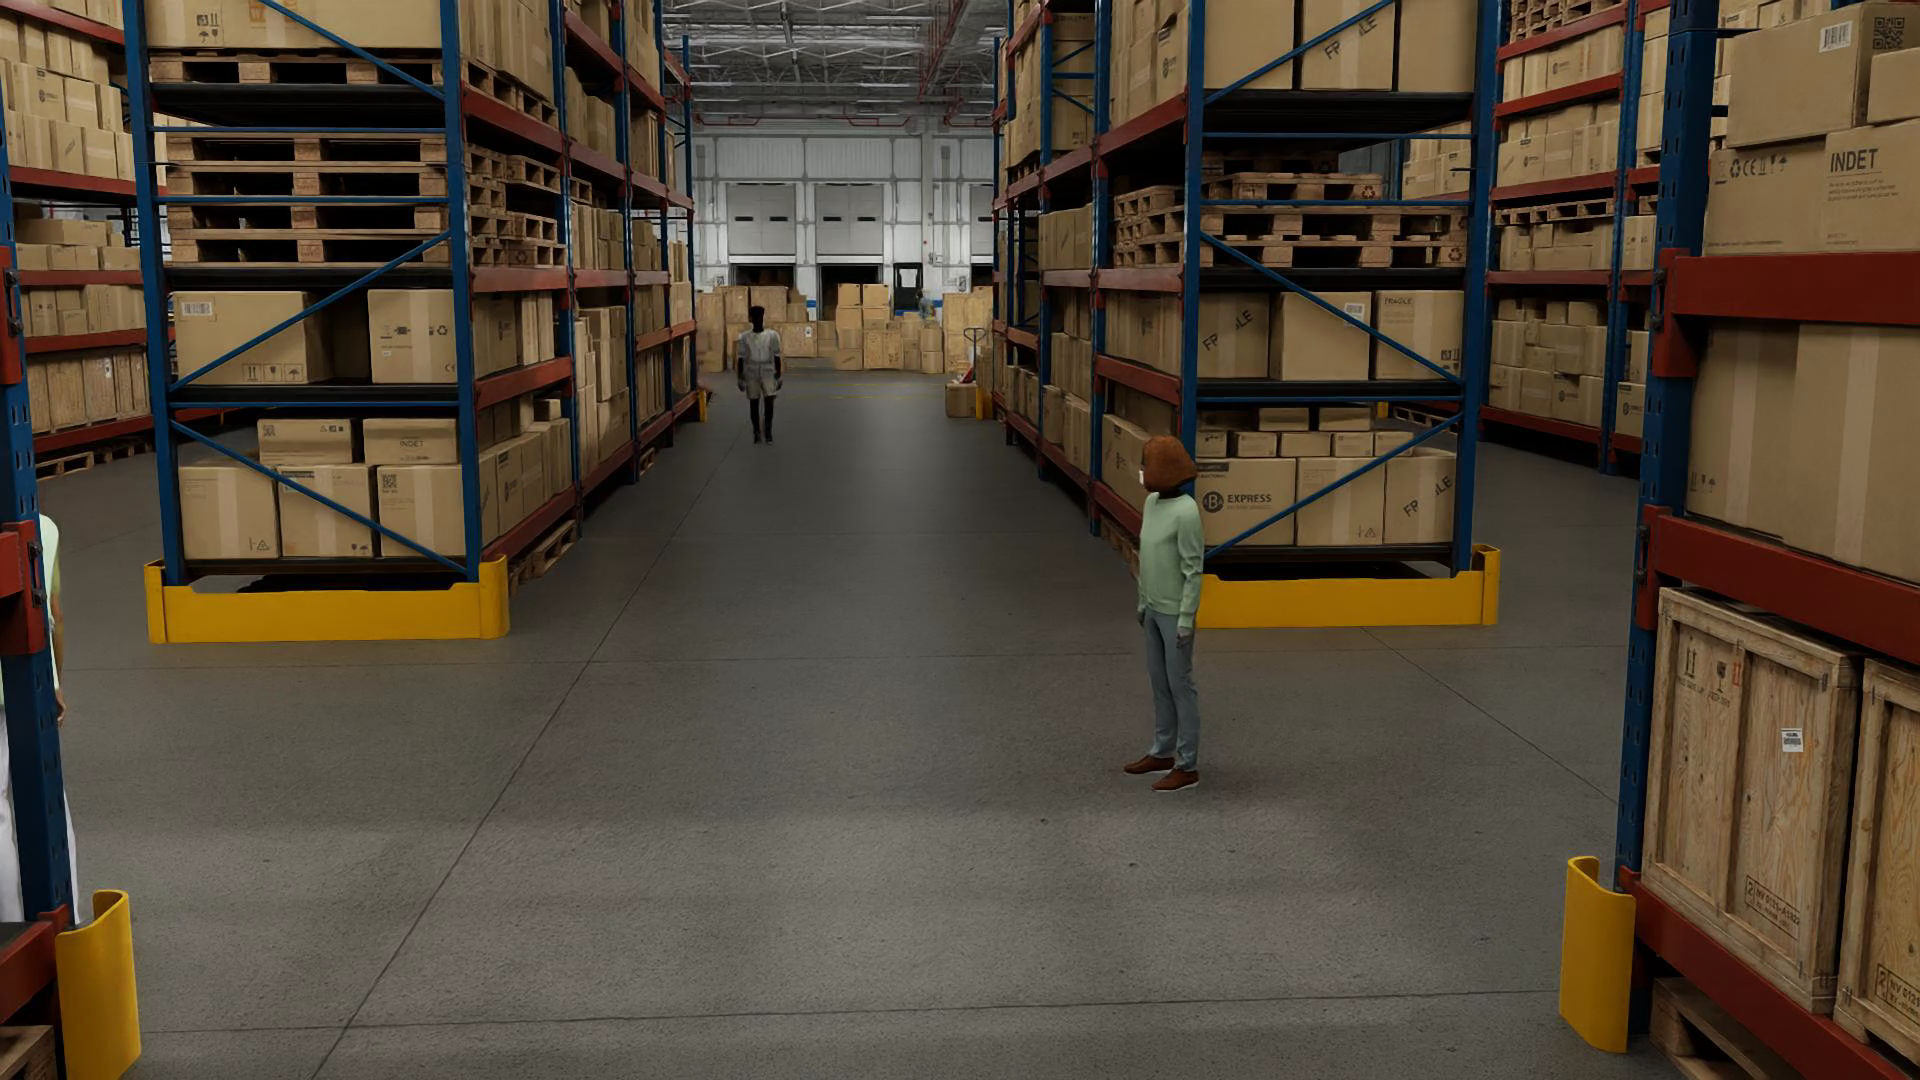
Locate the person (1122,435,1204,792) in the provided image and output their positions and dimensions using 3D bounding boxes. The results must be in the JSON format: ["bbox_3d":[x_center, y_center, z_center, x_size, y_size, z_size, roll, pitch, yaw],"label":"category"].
[{"bbox_3d":[0.945,0.334,7.637,0.283,1.631,0.503,-3,9,-17],"label":"person"}]

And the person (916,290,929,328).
[{"bbox_3d":[-1.144,-7.265,54.609,0.979,1.887,0.636,1,9,9],"label":"person"}]

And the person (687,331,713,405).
[{"bbox_3d":[-4.844,-3.267,29.474,0.808,1.885,0.633,-1,9,-9],"label":"person"}]

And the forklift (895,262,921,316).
[{"bbox_3d":[-1.879,-8.772,60.913,1.129,2.768,1.873,-1,9,-4],"label":"forklift"}]

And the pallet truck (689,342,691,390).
[{"bbox_3d":[-5.225,-3.008,27.480,1.885,1.965,0.823,2,9,14],"label":"pallet truck"}]

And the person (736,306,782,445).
[{"bbox_3d":[-2.771,-2.256,22.971,0.628,1.922,0.875,-1,9,-9],"label":"person"}]

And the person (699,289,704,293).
[{"bbox_3d":[-9.892,-8.681,63.679,0.655,1.812,0.555,3,10,21],"label":"person"}]

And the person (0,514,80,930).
[{"bbox_3d":[-3.264,0.548,5.635,0.374,1.840,0.571,3,10,19],"label":"person"}]
